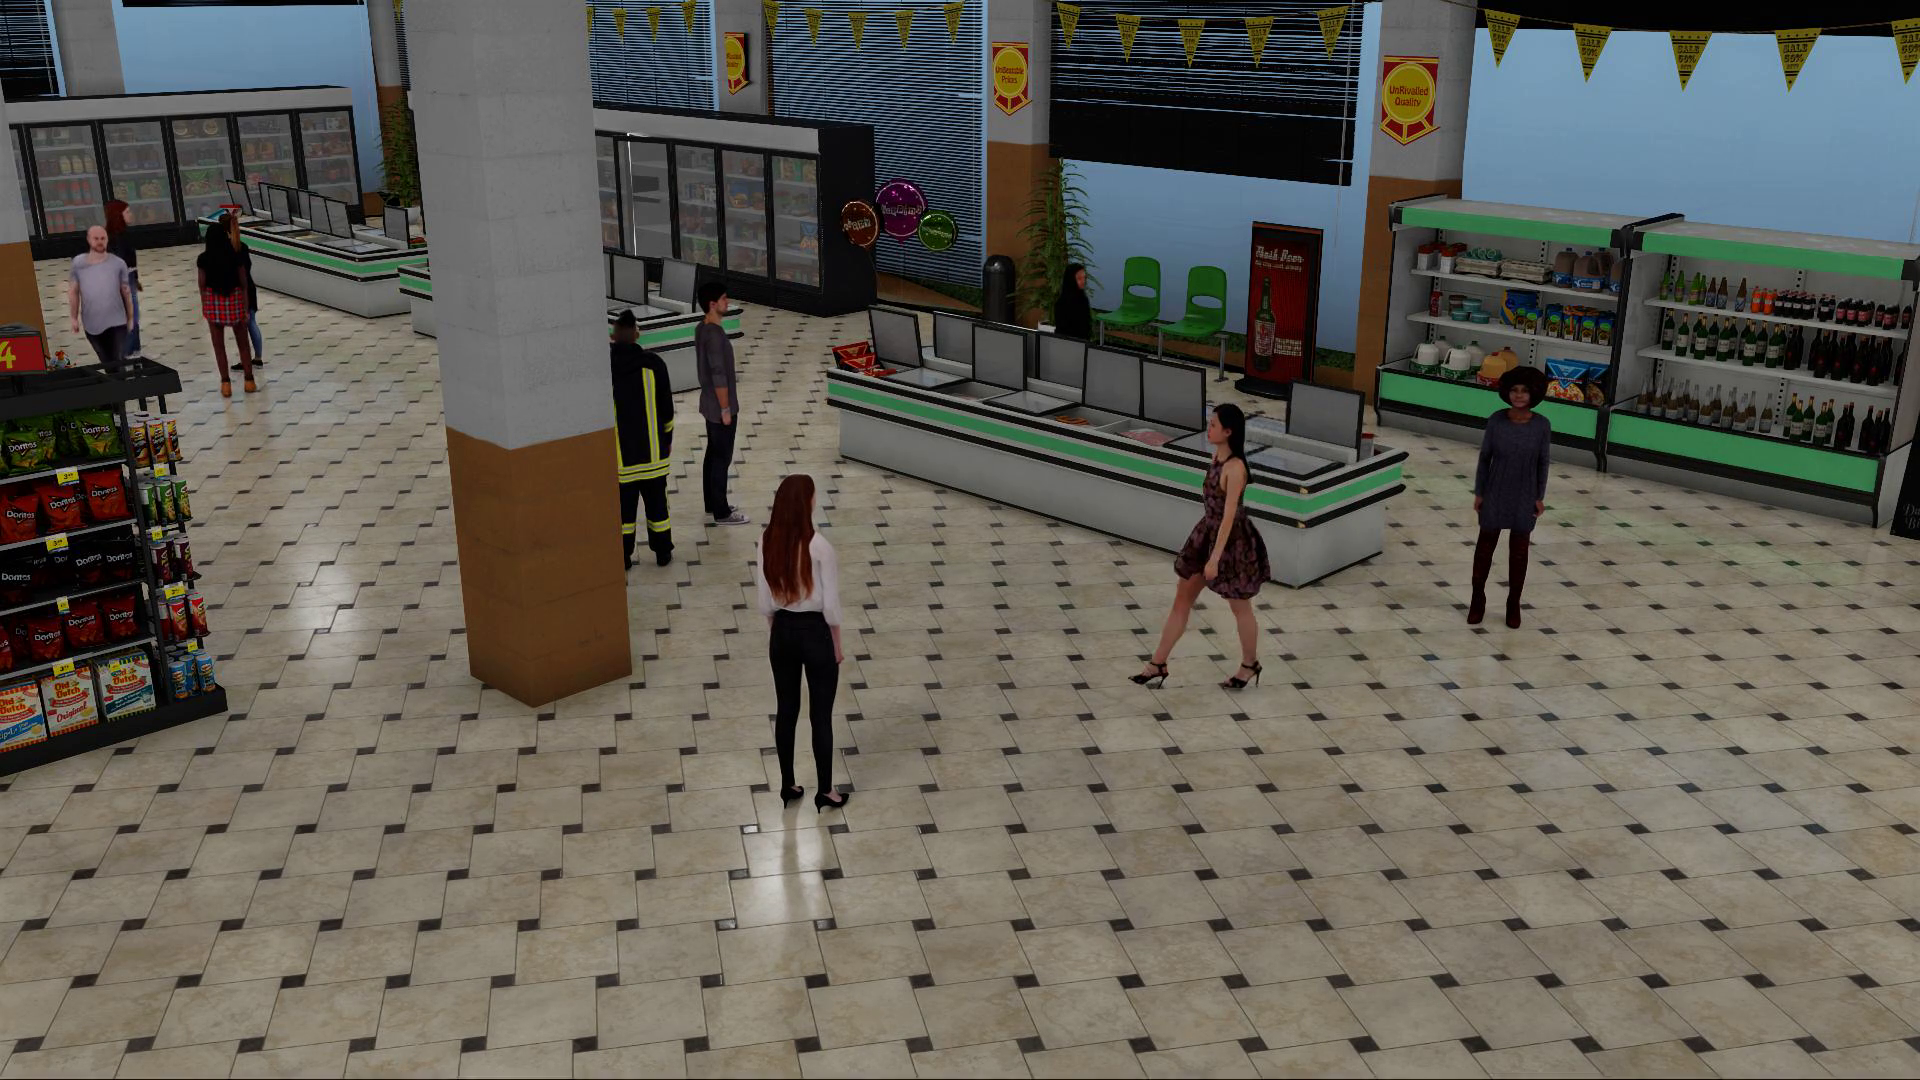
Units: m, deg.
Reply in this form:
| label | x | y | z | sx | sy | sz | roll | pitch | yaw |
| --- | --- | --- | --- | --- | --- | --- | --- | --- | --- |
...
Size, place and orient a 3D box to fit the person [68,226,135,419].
| label | x | y | z | sx | sy | sz | roll | pitch | yaw |
| --- | --- | --- | --- | --- | --- | --- | --- | --- | --- |
| person | -8.171 | -2.075 | 15.923 | 1.126 | 1.772 | 1.367 | -5 | 19 | -13 |

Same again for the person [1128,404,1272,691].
| label | x | y | z | sx | sy | sz | roll | pitch | yaw |
| --- | --- | --- | --- | --- | --- | --- | --- | --- | --- |
| person | 1.599 | 0.089 | 9.554 | 1.032 | 1.741 | 1.077 | -4 | 19 | -11 |

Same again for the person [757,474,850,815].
| label | x | y | z | sx | sy | sz | roll | pitch | yaw |
| --- | --- | --- | --- | --- | --- | --- | --- | --- | --- |
| person | -0.779 | 0.521 | 8.243 | 0.560 | 1.759 | 0.713 | 8 | 20 | 23 |

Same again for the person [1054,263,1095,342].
| label | x | y | z | sx | sy | sz | roll | pitch | yaw |
| --- | --- | --- | --- | --- | --- | --- | --- | --- | --- |
| person | 0.972 | -1.715 | 15.122 | 0.773 | 1.602 | 0.690 | 11 | 22 | 30 |

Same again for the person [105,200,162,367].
| label | x | y | z | sx | sy | sz | roll | pitch | yaw |
| --- | --- | --- | --- | --- | --- | --- | --- | --- | --- |
| person | -9.011 | -2.766 | 17.948 | 0.759 | 1.787 | 0.646 | -7 | 20 | -19 |

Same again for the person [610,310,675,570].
| label | x | y | z | sx | sy | sz | roll | pitch | yaw |
| --- | --- | --- | --- | --- | --- | --- | --- | --- | --- |
| person | -2.305 | -0.708 | 11.728 | 0.871 | 1.862 | 0.878 | -5 | 19 | -15 |

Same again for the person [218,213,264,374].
| label | x | y | z | sx | sy | sz | roll | pitch | yaw |
| --- | --- | --- | --- | --- | --- | --- | --- | --- | --- |
| person | -7.695 | -2.635 | 17.722 | 0.661 | 1.683 | 0.691 | 10 | 21 | 26 |

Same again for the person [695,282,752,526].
| label | x | y | z | sx | sy | sz | roll | pitch | yaw |
| --- | --- | --- | --- | --- | --- | --- | --- | --- | --- |
| person | -1.867 | -1.057 | 12.777 | 0.803 | 1.853 | 0.638 | -7 | 20 | -20 |

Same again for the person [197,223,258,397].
| label | x | y | z | sx | sy | sz | roll | pitch | yaw |
| --- | --- | --- | --- | --- | --- | --- | --- | --- | --- |
| person | -7.376 | -2.299 | 16.667 | 0.679 | 1.721 | 0.700 | -10 | 21 | -26 |

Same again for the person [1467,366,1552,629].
| label | x | y | z | sx | sy | sz | roll | pitch | yaw |
| --- | --- | --- | --- | --- | --- | --- | --- | --- | --- |
| person | 3.532 | -0.278 | 10.689 | 0.594 | 1.711 | 0.722 | 7 | 20 | 19 |
